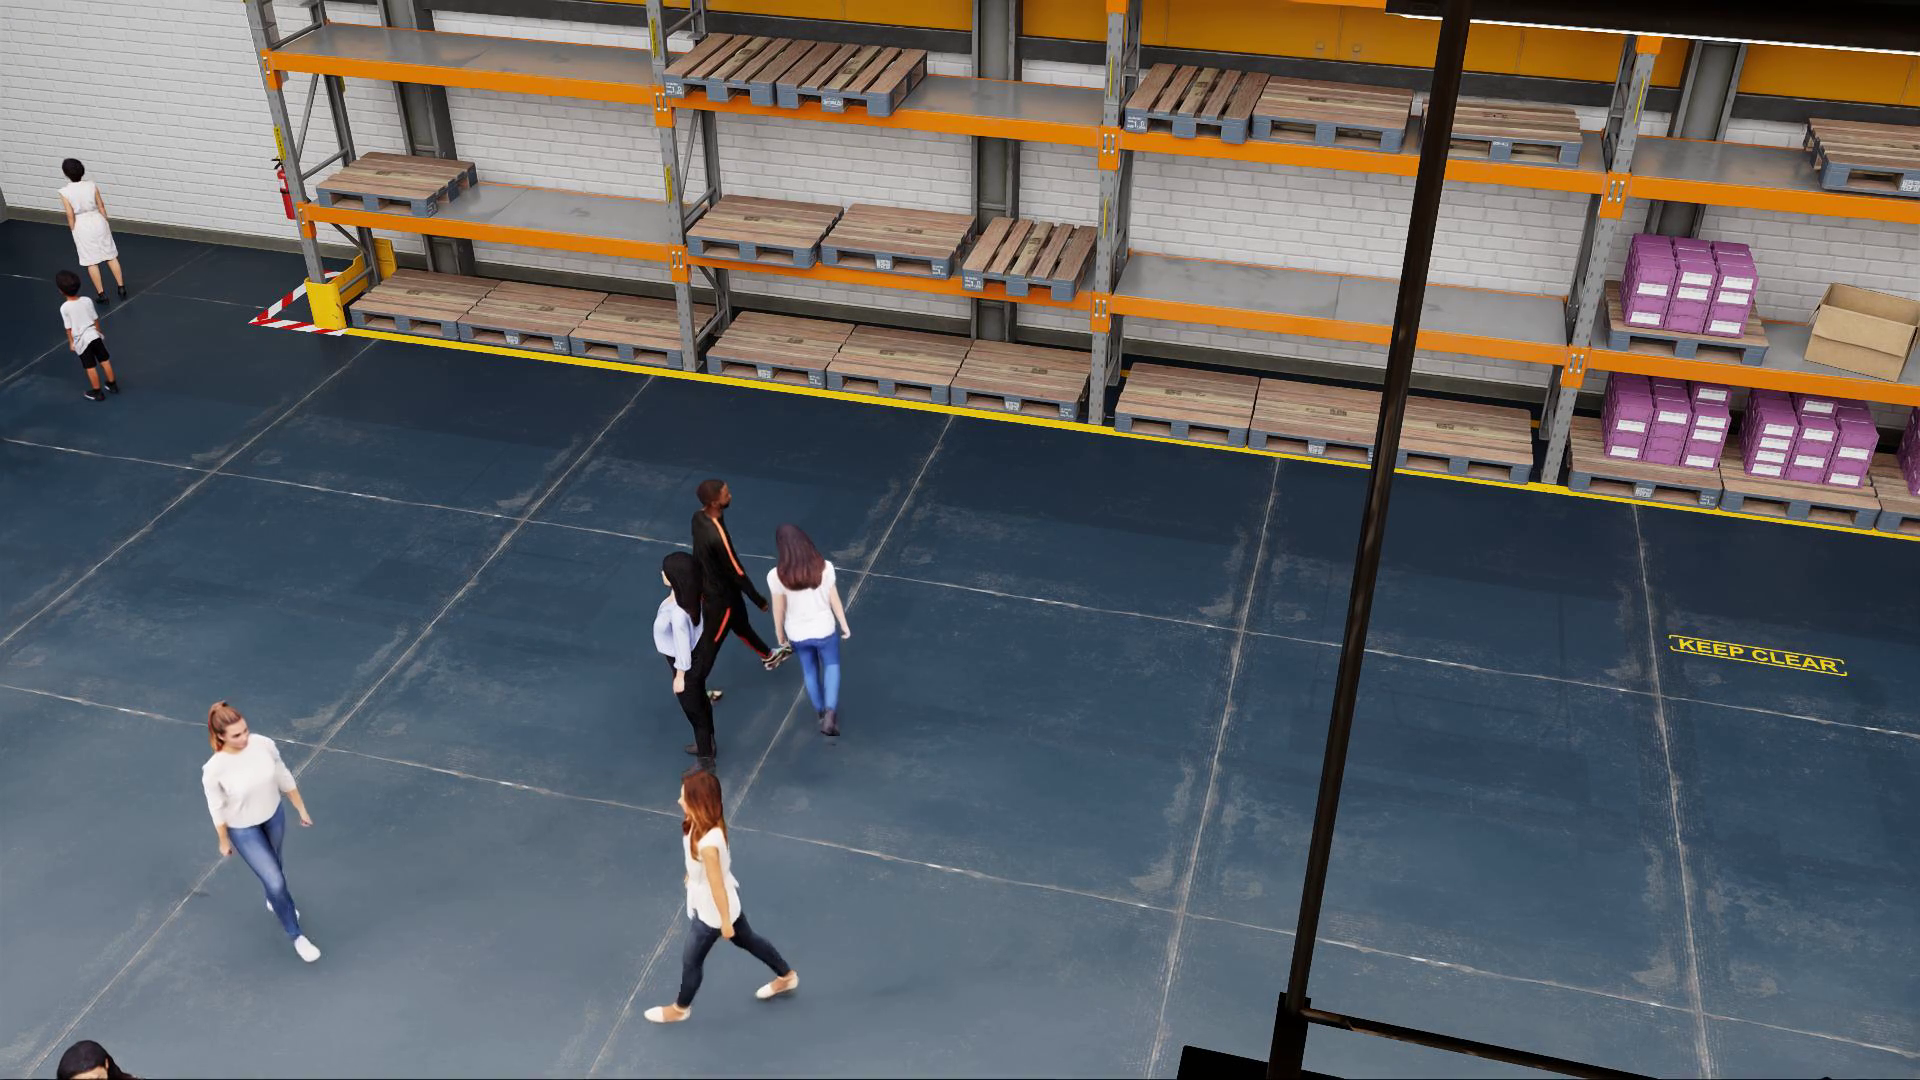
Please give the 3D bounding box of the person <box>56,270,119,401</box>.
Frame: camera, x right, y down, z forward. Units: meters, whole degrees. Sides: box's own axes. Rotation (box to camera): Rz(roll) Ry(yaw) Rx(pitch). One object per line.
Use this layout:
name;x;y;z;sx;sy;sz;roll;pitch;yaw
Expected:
person;-8.099;-1.900;15.394;0.552;1.259;0.543;19;38;26

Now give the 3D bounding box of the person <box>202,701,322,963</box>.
person;-4.150;1.625;9.697;1.006;1.695;0.816;21;39;28

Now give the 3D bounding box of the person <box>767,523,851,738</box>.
person;-1.000;0.695;11.136;0.840;1.650;0.889;0;34;0

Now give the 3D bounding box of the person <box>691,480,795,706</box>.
person;-1.735;0.418;11.452;1.226;1.763;1.132;-16;37;-22

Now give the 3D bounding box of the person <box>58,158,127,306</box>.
person;-8.902;-3.169;17.036;0.656;1.554;0.640;27;42;35

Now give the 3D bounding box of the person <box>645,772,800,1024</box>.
person;-1.242;1.973;9.134;1.200;1.738;0.938;-6;34;-9

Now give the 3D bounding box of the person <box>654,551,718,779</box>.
person;-1.769;0.812;10.875;0.650;1.744;0.701;0;34;0
